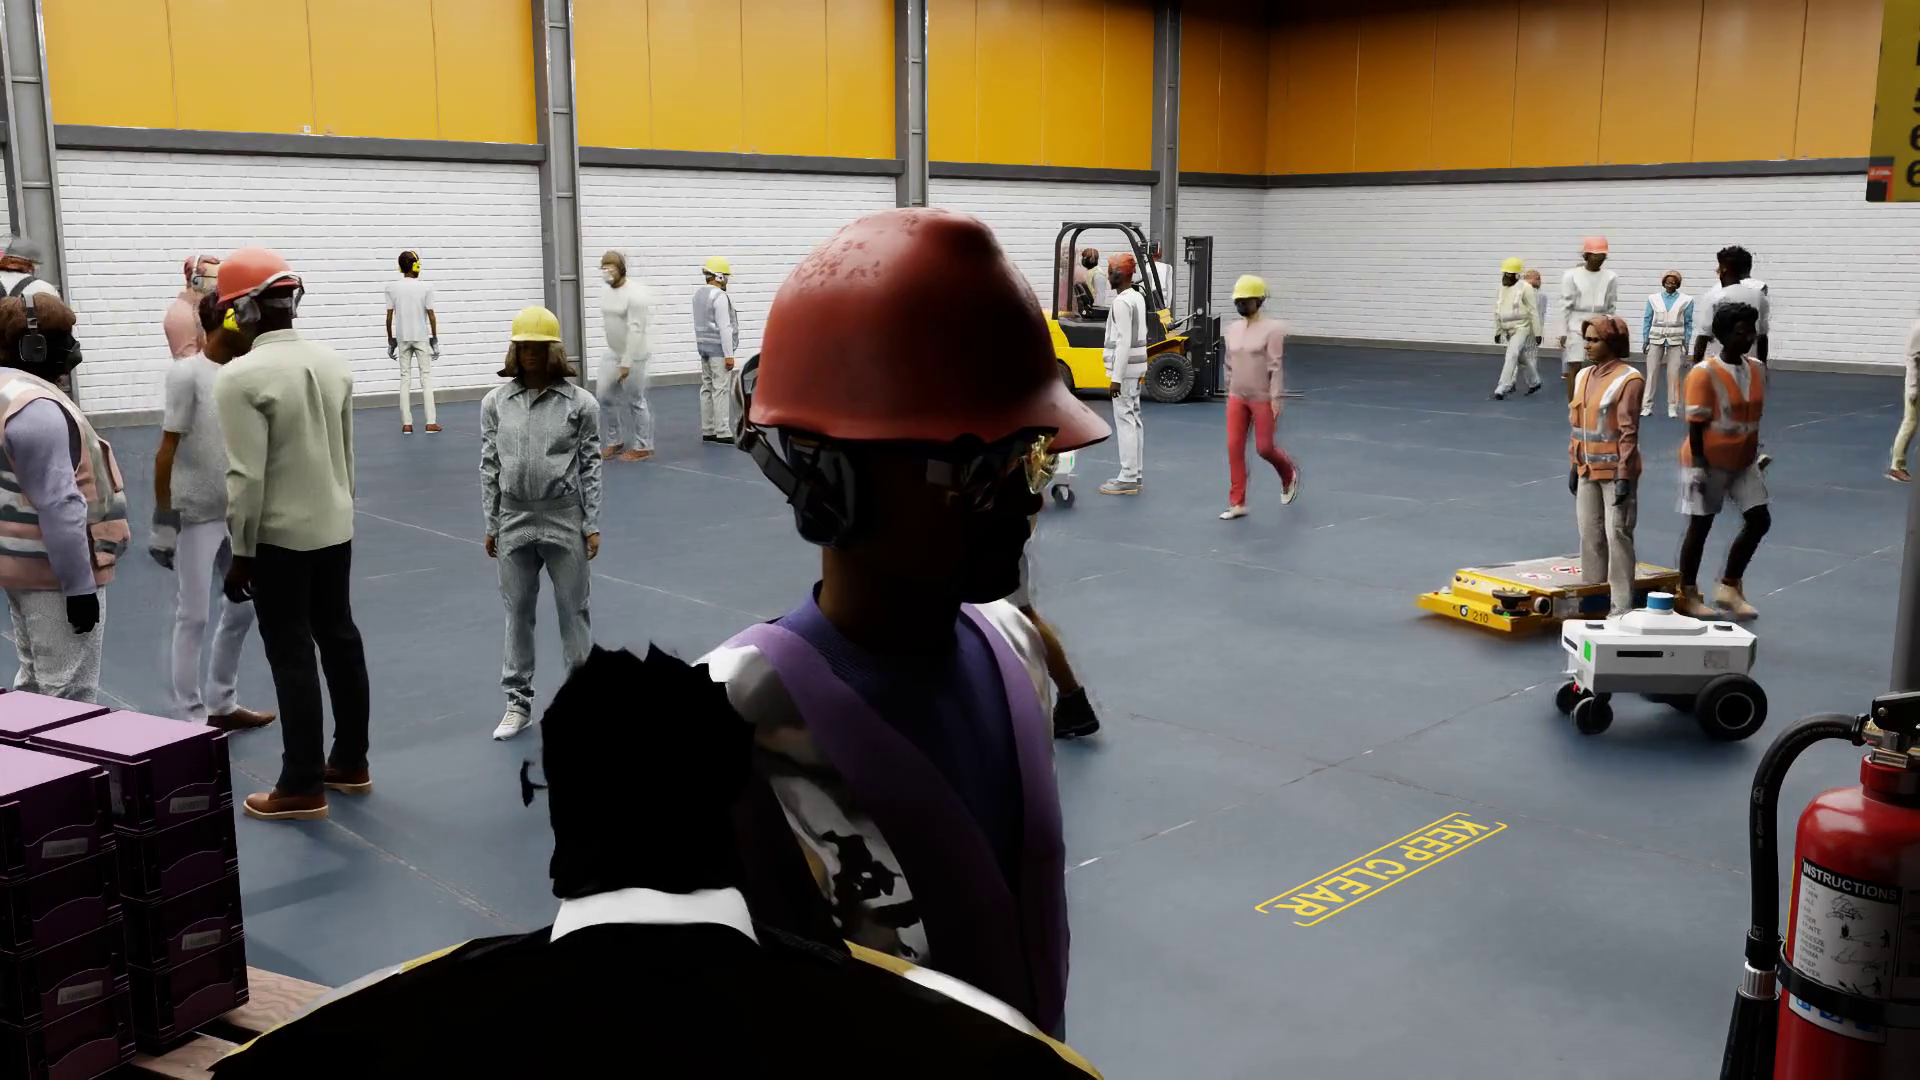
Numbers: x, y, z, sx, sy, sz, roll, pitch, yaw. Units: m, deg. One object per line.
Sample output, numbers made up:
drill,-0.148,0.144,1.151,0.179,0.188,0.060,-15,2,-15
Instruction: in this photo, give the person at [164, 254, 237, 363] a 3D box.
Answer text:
person,-4.796,-0.872,10.689,0.406,1.902,0.647,0,10,-1

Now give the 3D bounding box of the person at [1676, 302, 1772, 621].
person,4.008,-0.390,8.656,0.548,1.677,0.509,-4,11,-22

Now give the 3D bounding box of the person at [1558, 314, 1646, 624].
person,3.271,-0.328,8.460,0.321,1.628,0.508,-3,11,-15

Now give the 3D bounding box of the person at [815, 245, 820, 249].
person,-1.463,-2.204,17.915,0.409,1.913,0.651,6,12,31

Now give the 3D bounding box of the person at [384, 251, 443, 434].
person,-5.603,-2.016,17.030,0.514,1.863,0.327,-1,10,-5

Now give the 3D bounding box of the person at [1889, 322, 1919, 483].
person,7.835,-1.221,13.406,0.525,1.588,0.719,-2,11,-9

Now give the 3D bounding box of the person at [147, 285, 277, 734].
person,-2.938,-0.063,6.486,0.339,1.833,0.675,1,10,7

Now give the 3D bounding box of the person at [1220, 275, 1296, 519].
person,2.150,-1.035,11.976,0.536,1.742,0.674,10,14,43

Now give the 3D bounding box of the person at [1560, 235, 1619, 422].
person,6.730,-2.245,17.839,0.629,2.026,0.456,0,10,2

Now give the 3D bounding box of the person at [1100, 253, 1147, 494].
person,1.292,-1.298,13.053,0.339,1.882,0.581,3,11,18

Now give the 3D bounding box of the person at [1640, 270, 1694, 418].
person,7.876,-2.183,18.549,0.511,1.639,0.308,5,12,26

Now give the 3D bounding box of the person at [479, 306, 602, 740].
person,-1.679,-0.061,6.683,0.484,1.746,0.288,0,10,-3

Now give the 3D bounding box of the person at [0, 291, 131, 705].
person,-2.959,0.114,5.466,0.429,1.844,0.627,-9,14,-41

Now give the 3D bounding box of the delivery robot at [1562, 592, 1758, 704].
delivery robot,2.862,0.459,6.840,0.707,0.478,0.477,1,10,3

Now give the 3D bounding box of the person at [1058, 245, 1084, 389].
person,1.389,-2.889,21.710,0.439,1.887,0.666,-1,10,-6

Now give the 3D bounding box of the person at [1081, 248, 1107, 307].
person,1.825,-3.180,23.431,0.429,1.843,0.623,-3,11,-15

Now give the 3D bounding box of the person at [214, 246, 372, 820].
person,-2.341,-0.016,5.788,0.405,1.984,0.613,3,11,18

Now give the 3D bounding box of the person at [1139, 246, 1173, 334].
person,3.005,-3.618,25.705,0.572,1.883,0.356,-4,11,-20

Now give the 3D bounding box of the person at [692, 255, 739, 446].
person,-2.332,-1.818,16.034,0.403,1.830,0.588,-7,13,-35

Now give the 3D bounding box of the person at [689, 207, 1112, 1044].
person,-0.046,0.723,1.596,0.375,2.043,0.610,5,12,26

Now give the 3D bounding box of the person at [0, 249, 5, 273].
person,-8.704,-1.687,15.037,0.628,1.948,1.046,1,10,5

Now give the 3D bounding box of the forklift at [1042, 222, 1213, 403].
forklift,1.935,-2.847,20.651,2.313,2.155,1.214,2,11,13

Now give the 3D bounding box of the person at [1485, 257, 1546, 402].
person,6.883,-2.590,20.437,0.976,1.774,0.620,-4,11,-20

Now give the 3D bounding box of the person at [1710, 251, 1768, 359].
person,7.694,-1.917,16.466,0.892,1.864,0.617,-8,13,-38

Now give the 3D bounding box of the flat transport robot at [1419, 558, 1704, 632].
flat transport robot,3.239,0.265,8.930,1.431,0.197,0.652,-5,12,-27

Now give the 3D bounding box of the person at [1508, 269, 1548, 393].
person,7.319,-2.706,21.532,0.496,1.588,0.868,6,12,28

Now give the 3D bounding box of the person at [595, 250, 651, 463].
person,-2.909,-1.590,14.609,0.642,1.887,0.611,7,13,34

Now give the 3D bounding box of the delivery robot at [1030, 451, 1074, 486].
delivery robot,0.500,-0.576,12.486,0.707,0.478,0.477,-1,10,-2

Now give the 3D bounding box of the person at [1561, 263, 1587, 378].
person,8.725,-3.090,23.506,0.285,1.632,0.499,-4,11,-19

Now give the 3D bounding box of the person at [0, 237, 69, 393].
person,-7.654,-1.474,13.583,0.721,2.000,0.611,-2,10,-8

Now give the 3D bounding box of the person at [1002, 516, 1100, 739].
person,0.101,-0.084,6.509,0.972,1.867,0.594,-3,11,-15

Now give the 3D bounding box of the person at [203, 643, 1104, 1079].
person,-0.190,0.924,1.049,0.633,1.843,0.429,0,10,-2

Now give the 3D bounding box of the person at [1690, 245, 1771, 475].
person,6.206,-1.387,13.367,0.633,1.944,0.525,-4,11,-19
